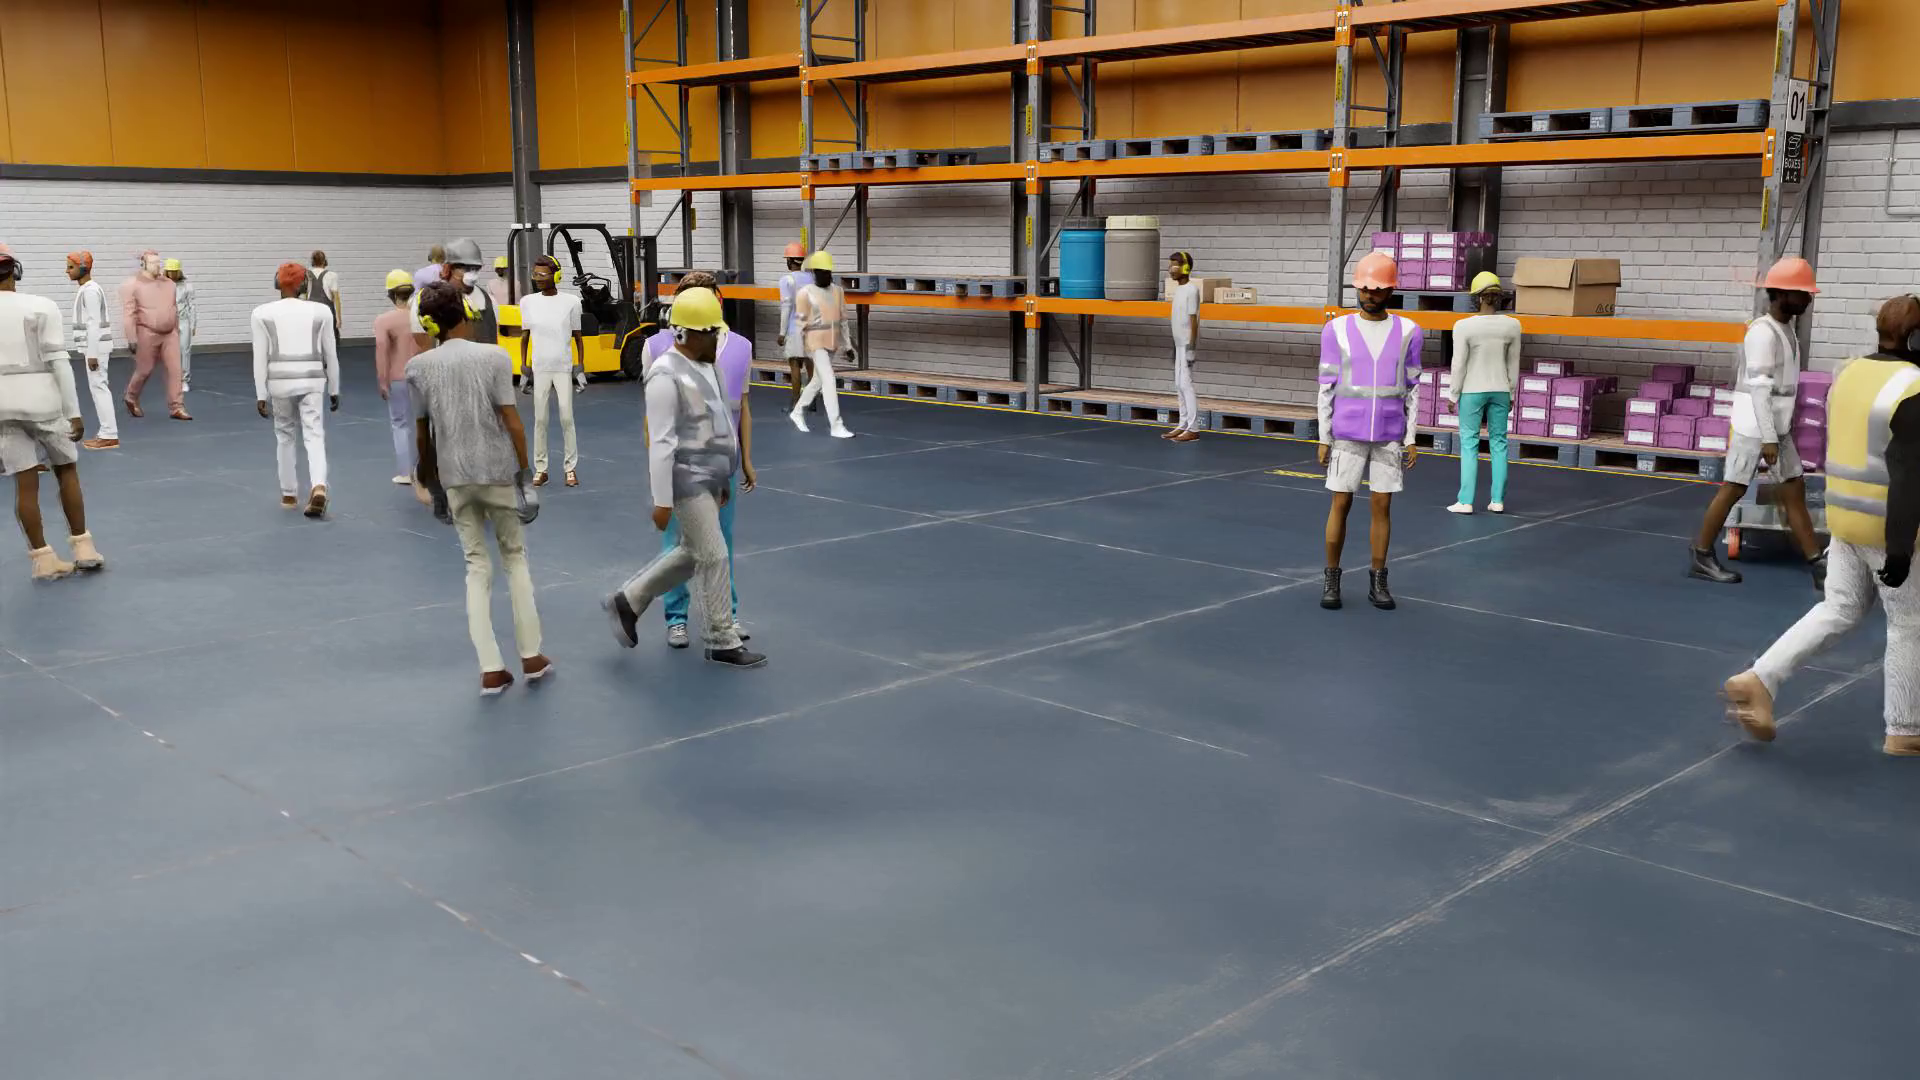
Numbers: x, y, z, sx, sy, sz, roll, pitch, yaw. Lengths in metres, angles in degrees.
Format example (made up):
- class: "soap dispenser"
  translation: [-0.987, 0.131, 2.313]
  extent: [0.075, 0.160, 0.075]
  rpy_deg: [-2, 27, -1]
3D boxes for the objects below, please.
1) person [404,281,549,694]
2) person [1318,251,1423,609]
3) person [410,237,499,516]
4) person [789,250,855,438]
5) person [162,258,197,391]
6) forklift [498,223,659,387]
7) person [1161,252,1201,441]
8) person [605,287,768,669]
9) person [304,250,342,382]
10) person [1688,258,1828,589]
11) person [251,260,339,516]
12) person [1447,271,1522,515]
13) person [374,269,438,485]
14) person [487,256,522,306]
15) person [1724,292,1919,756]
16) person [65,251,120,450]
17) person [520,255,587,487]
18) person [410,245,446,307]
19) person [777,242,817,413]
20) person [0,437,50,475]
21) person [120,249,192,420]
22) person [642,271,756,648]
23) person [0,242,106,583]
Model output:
- class: "person"
  translation: [-2.158, -0.240, 7.449]
  extent: [0.603, 1.816, 0.574]
  rpy_deg: [0, 10, -2]
- class: "person"
  translation: [2.209, -0.578, 8.984]
  extent: [0.549, 1.934, 0.374]
  rpy_deg: [1, 10, 4]
- class: "person"
  translation: [-3.635, -1.183, 11.994]
  extent: [0.683, 2.000, 0.805]
  rpy_deg: [-10, 14, -43]
- class: "person"
  translation: [-1.443, -1.997, 16.896]
  extent: [0.997, 1.879, 0.584]
  rpy_deg: [8, 13, 38]
- class: "person"
  translation: [-10.150, -2.776, 21.525]
  extent: [0.517, 1.728, 0.450]
  rpy_deg: [-3, 11, -17]
- class: "forklift"
  translation: [-5.316, -3.263, 22.920]
  extent: [2.313, 2.155, 1.214]
  rpy_deg: [-10, 14, -44]
- class: "person"
  translation: [2.209, -1.901, 16.426]
  extent: [0.321, 1.856, 0.527]
  rpy_deg: [-2, 11, -11]
- class: "person"
  translation: [-1.315, -0.289, 7.787]
  extent: [0.791, 1.797, 0.616]
  rpy_deg: [2, 11, 11]
- class: "person"
  translation: [-8.794, -3.081, 22.949]
  extent: [0.521, 1.819, 0.443]
  rpy_deg: [-1, 10, -7]
- class: "person"
  translation: [4.682, -0.644, 9.466]
  extent: [0.970, 1.882, 0.579]
  rpy_deg: [10, 14, 43]
- class: "person"
  translation: [-4.810, -1.102, 12.098]
  extent: [0.584, 1.853, 0.912]
  rpy_deg: [-5, 12, -26]
- class: "person"
  translation: [3.790, -1.056, 12.065]
  extent: [0.523, 1.765, 0.316]
  rpy_deg: [-2, 11, -9]
- class: "person"
  translation: [-4.428, -1.297, 13.388]
  extent: [0.537, 1.752, 0.561]
  rpy_deg: [-9, 14, -40]
- class: "person"
  translation: [-6.552, -3.218, 23.959]
  extent: [0.533, 1.726, 0.881]
  rpy_deg: [3, 11, 14]
- class: "person"
  translation: [3.483, -0.046, 6.423]
  extent: [0.825, 1.814, 0.627]
  rpy_deg: [-1, 10, -3]
- class: "person"
  translation: [-8.233, -1.796, 15.798]
  extent: [0.344, 1.876, 0.577]
  rpy_deg: [-6, 12, -29]
- class: "person"
  translation: [-3.283, -1.353, 13.400]
  extent: [0.537, 1.865, 0.312]
  rpy_deg: [-1, 10, -5]
- class: "person"
  translation: [-6.925, -2.935, 21.974]
  extent: [1.025, 1.881, 0.652]
  rpy_deg: [9, 14, 41]
- class: "person"
  translation: [-1.859, -2.415, 18.989]
  extent: [0.364, 1.939, 0.542]
  rpy_deg: [10, 14, 43]
- class: "person"
  translation: [-8.029, -1.362, 14.079]
  extent: [0.498, 1.633, 0.279]
  rpy_deg: [-4, 11, -22]
- class: "person"
  translation: [-8.916, -2.262, 18.338]
  extent: [0.890, 1.878, 0.650]
  rpy_deg: [7, 12, 32]
- class: "person"
  translation: [-1.290, -0.403, 8.270]
  extent: [0.567, 1.847, 0.389]
  rpy_deg: [-6, 12, -29]
- class: "person"
  translation: [-5.493, -0.755, 9.790]
  extent: [0.677, 1.996, 0.661]
  rpy_deg: [-2, 11, -10]
